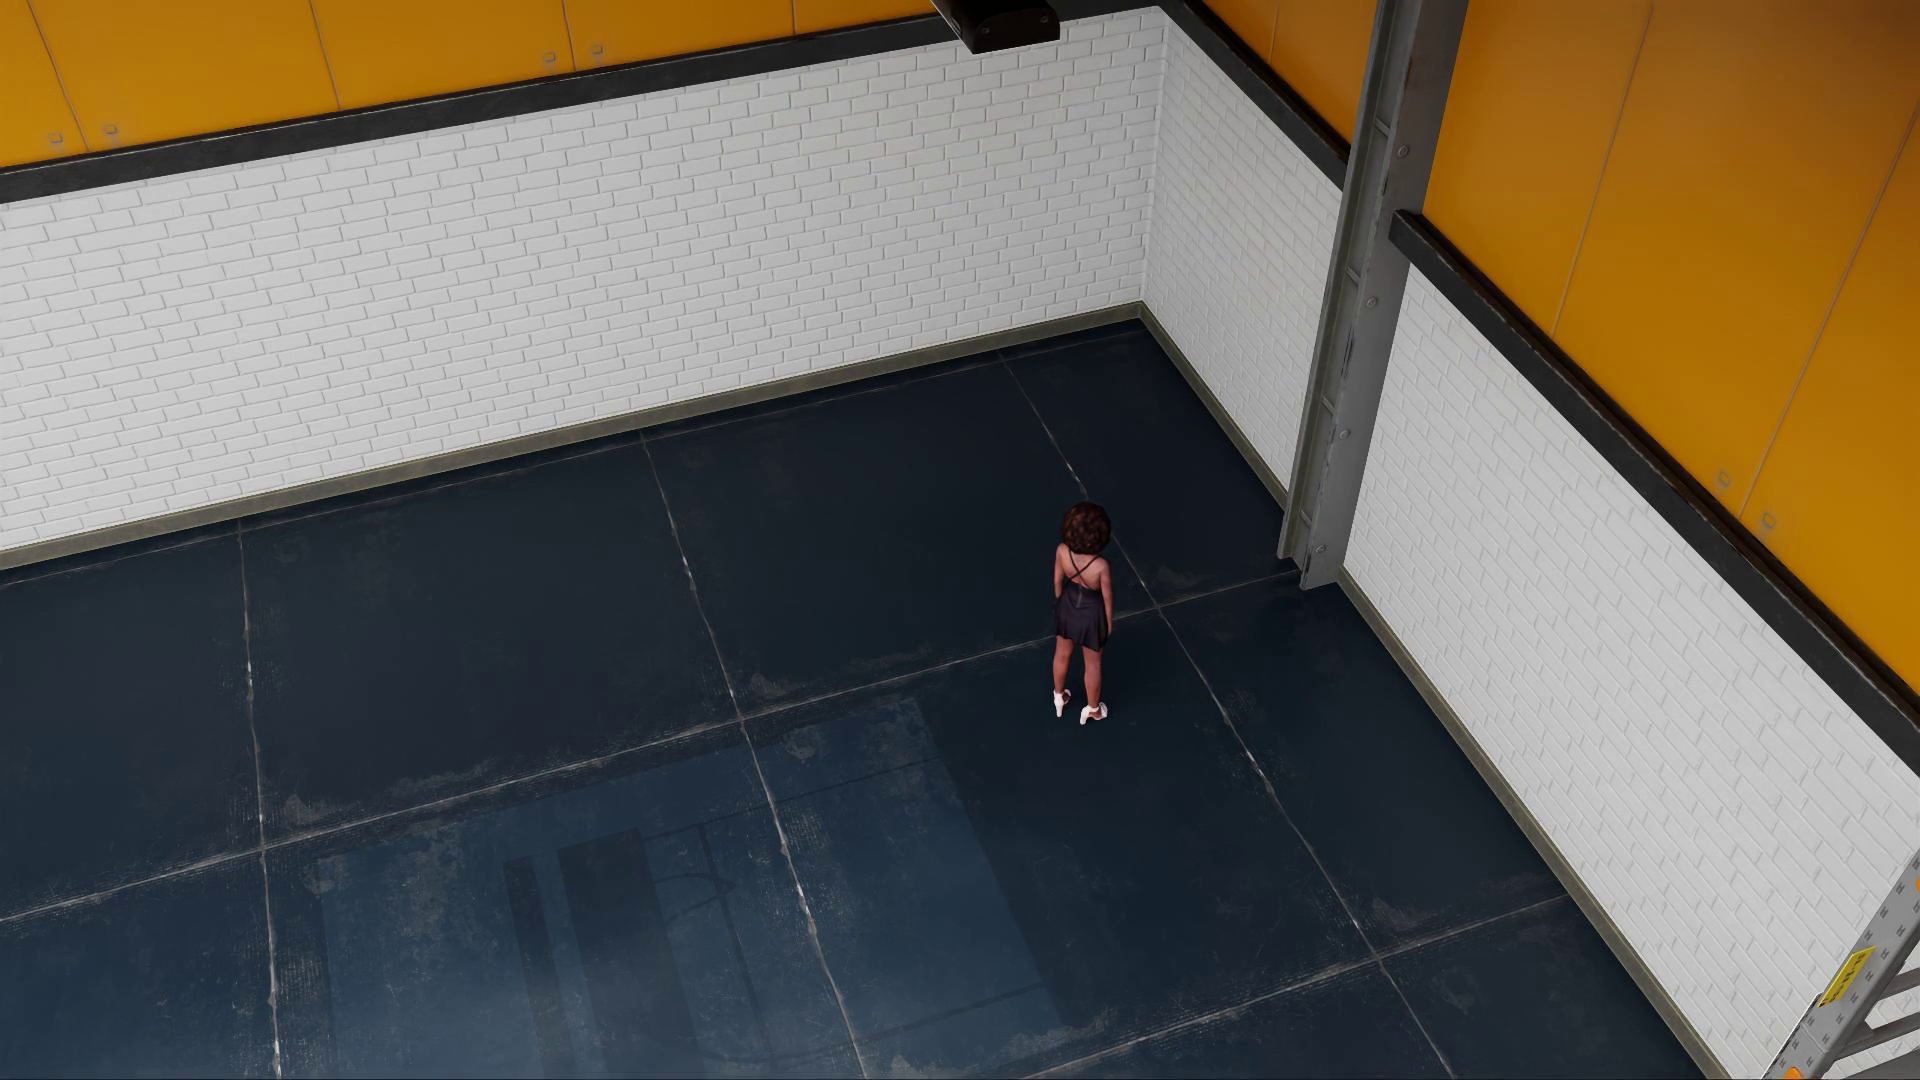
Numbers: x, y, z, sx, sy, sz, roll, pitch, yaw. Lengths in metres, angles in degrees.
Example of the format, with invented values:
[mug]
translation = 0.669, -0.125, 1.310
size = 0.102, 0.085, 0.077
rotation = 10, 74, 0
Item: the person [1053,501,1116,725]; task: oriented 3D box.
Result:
[person]
translation = 0.753, 0.481, 10.320
size = 0.647, 1.788, 0.725
rotation = 24, 49, 23
